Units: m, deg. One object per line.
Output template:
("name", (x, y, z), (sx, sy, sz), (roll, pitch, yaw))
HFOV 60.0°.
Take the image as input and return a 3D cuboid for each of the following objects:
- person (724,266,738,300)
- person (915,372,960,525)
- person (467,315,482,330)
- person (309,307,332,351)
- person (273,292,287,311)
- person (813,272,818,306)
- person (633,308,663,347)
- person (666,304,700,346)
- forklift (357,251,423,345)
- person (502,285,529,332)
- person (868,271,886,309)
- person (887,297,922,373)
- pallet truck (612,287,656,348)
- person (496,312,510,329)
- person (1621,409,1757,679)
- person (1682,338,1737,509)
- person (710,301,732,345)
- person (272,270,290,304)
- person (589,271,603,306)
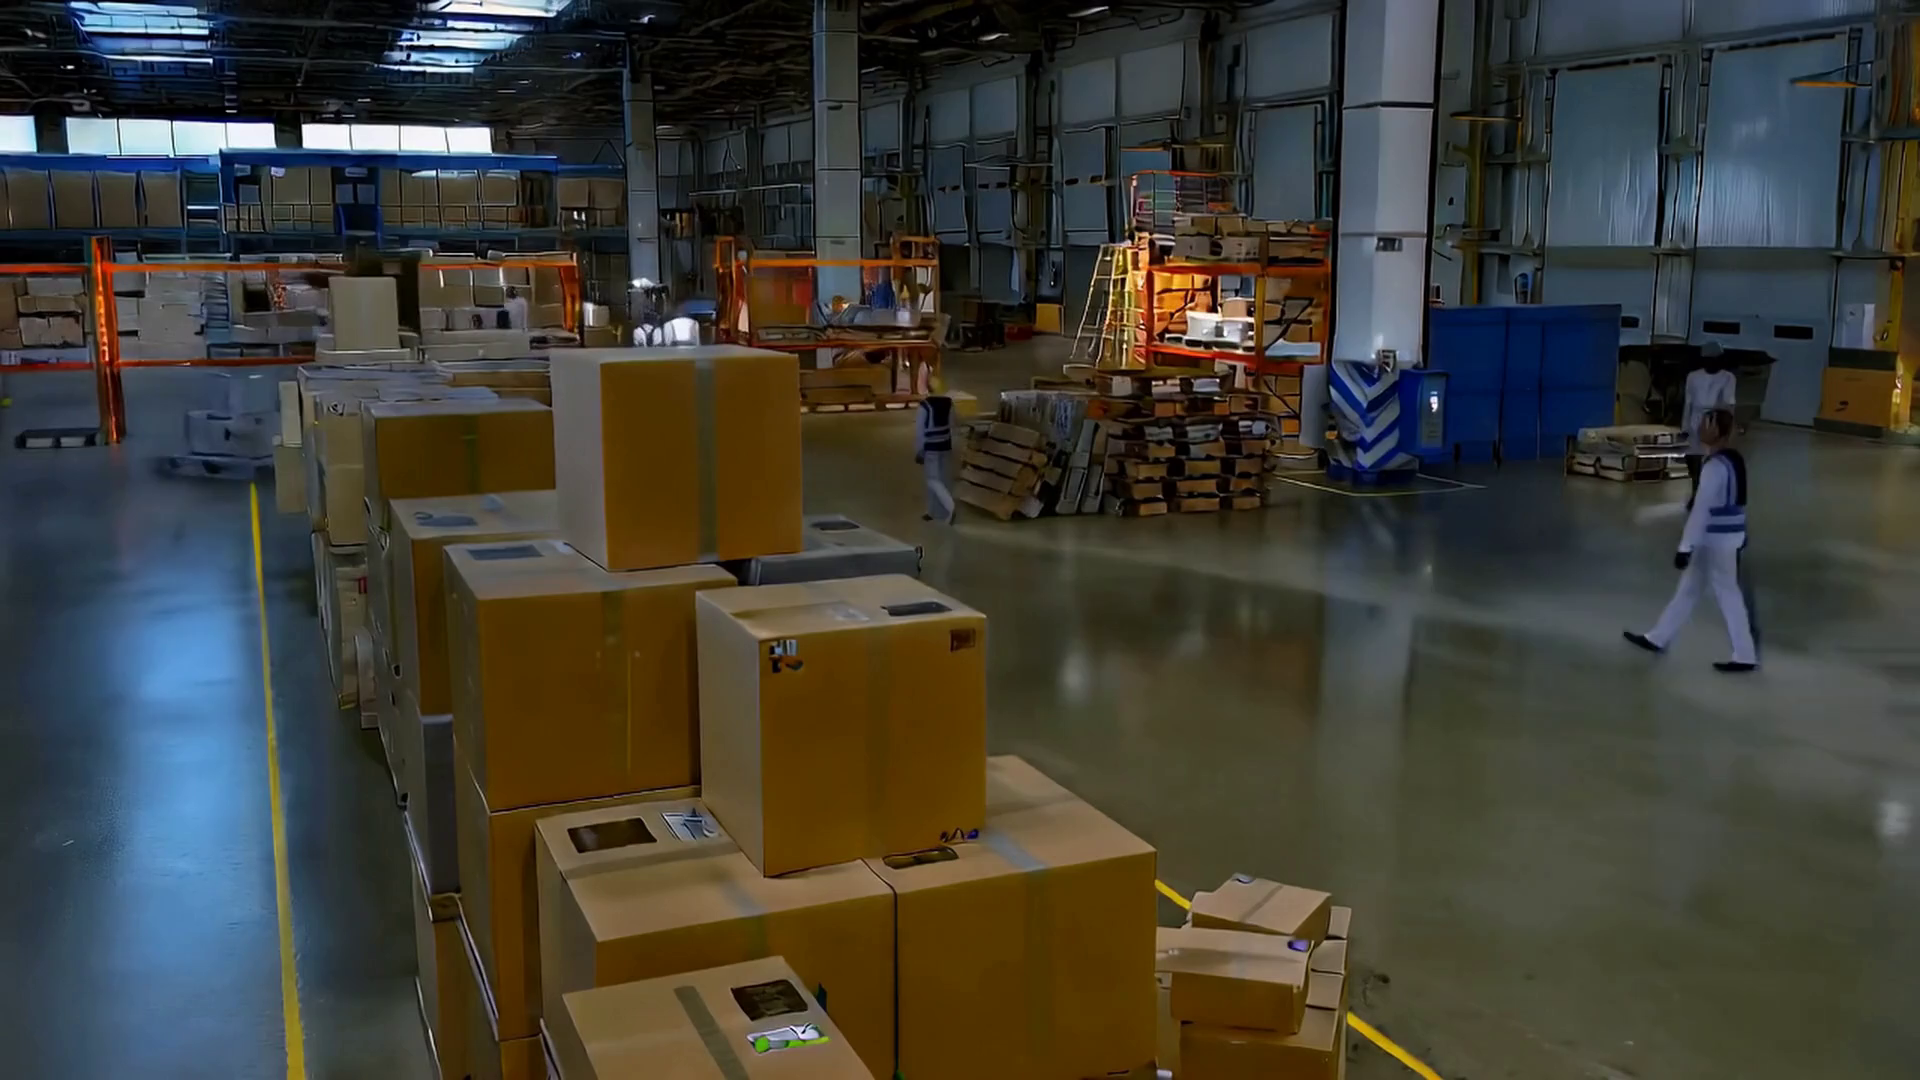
("person", (-10.401, -11.695, 75.705), (0.625, 1.958, 0.995), (-6, 12, -32))
("person", (-0.217, -0.945, 17.376), (0.521, 1.620, 0.677), (-9, 14, -42))
("person", (-6.962, -2.329, 24.219), (0.633, 1.911, 0.881), (6, 12, 30))
("person", (-10.532, -2.881, 27.351), (0.491, 1.883, 0.762), (-3, 11, -14))
("person", (-14.513, -4.375, 35.630), (0.328, 1.861, 0.500), (1, 10, 3))
("person", (-4.998, -8.554, 58.547), (0.592, 1.901, 0.870), (9, 13, 40))
("person", (-5.256, -3.000, 28.149), (0.514, 1.824, 0.700), (-4, 11, -23))
("person", (-5.038, -3.366, 30.217), (0.646, 1.803, 0.900), (-3, 11, -17))
("forklift", (-7.708, -2.545, 22.710), (1.129, 2.768, 1.873), (6, 12, 32))
("person", (-10.392, -5.015, 38.998), (0.634, 1.917, 0.826), (3, 11, 15))
("person", (-2.875, -8.353, 57.469), (0.627, 1.875, 1.021), (0, 10, 1))
("person", (-1.261, -4.594, 37.293), (0.921, 1.704, 0.493), (-6, 12, -31))
("pallet truck", (-6.464, -4.406, 35.401), (0.823, 1.965, 1.885), (6, 12, 32))
("person", (-6.993, -2.590, 25.778), (0.608, 1.867, 1.029), (8, 13, 38))
("person", (5.114, 0.011, 11.501), (0.966, 1.831, 0.609), (8, 13, 36))
("person", (8.148, -1.237, 18.141), (0.550, 1.921, 0.399), (9, 13, 39))
("person", (-5.126, -4.364, 36.147), (0.582, 1.651, 0.832), (-5, 11, -24))
("person", (-22.952, -8.152, 56.248), (0.561, 1.924, 0.415), (-6, 12, -29))
("person", (-13.608, -9.097, 61.756), (0.647, 1.813, 0.801), (5, 11, 26))
